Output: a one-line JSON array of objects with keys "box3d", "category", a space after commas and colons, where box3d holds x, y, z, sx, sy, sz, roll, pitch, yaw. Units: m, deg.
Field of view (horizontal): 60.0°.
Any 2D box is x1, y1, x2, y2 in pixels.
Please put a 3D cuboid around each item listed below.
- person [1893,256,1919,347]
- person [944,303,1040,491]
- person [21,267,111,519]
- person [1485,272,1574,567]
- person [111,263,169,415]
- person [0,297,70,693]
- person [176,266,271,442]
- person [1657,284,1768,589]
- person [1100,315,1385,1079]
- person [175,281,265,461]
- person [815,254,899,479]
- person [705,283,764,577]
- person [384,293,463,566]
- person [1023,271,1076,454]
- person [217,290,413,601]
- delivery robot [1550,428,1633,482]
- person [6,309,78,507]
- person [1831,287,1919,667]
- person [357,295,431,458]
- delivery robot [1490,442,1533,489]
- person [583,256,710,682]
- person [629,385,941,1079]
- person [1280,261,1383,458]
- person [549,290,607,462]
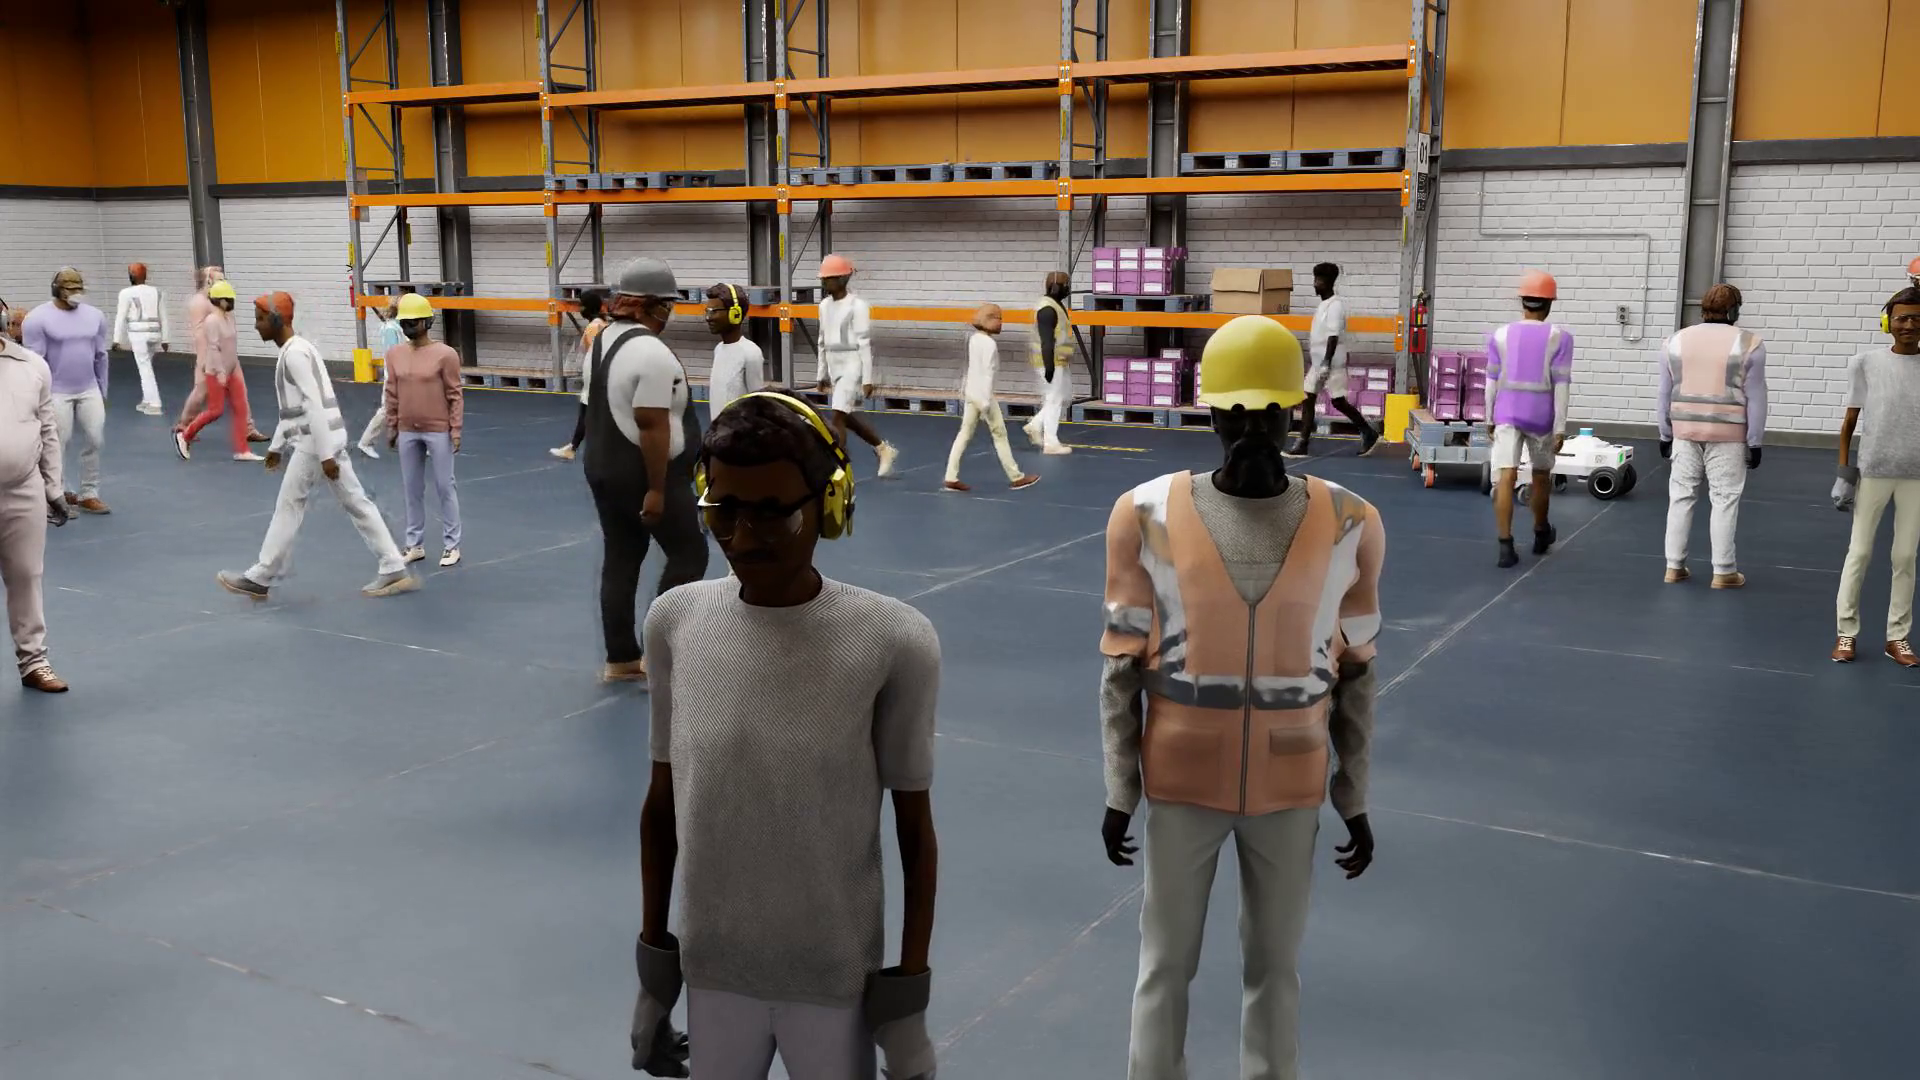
[{"box3d": [8.270, -1.461, 14.394, 0.376, 1.997, 0.612, 5, 11, 27], "category": "person"}, {"box3d": [0.234, -1.195, 14.039, 0.847, 1.585, 0.508, -4, 11, -22], "category": "person"}, {"box3d": [-6.757, -1.107, 12.634, 0.427, 1.918, 0.657, 7, 12, 33], "category": "person"}, {"box3d": [3.744, -0.802, 10.947, 0.568, 1.888, 0.960, 6, 12, 30], "category": "person"}, {"box3d": [-10.150, -2.476, 20.504, 0.718, 1.859, 0.592, 4, 11, 22], "category": "person"}, {"box3d": [-4.387, -0.204, 7.548, 0.403, 1.904, 0.637, 9, 13, 40], "category": "person"}, {"box3d": [-7.869, -1.947, 17.538, 0.991, 1.868, 0.653, 2, 10, 10], "category": "person"}, {"box3d": [4.571, -0.625, 10.116, 0.639, 1.842, 0.429, 9, 14, 43], "category": "person"}, {"box3d": [0.583, 0.500, 3.483, 0.585, 1.929, 0.377, 0, 10, 1], "category": "person"}, {"box3d": [-7.127, -1.608, 15.933, 0.725, 1.742, 0.536, 0, 10, 2], "category": "person"}, {"box3d": [-0.916, -1.458, 14.360, 0.924, 2.012, 0.621, -8, 13, -37], "category": "person"}, {"box3d": [-1.235, -0.468, 9.128, 0.327, 1.871, 0.514, -6, 12, -33], "category": "person"}, {"box3d": [-3.467, -0.703, 10.751, 0.528, 1.767, 0.330, 2, 10, 12], "category": "person"}, {"box3d": [0.921, -1.765, 16.595, 0.464, 1.826, 0.647, 2, 10, 12], "category": "person"}, {"box3d": [-3.790, -0.542, 9.747, 1.116, 1.806, 0.566, -2, 10, -11], "category": "person"}, {"box3d": [5.198, -0.689, 13.839, 0.707, 0.478, 0.477, 7, 12, 35], "category": "delivery robot"}, {"box3d": [-7.368, -1.035, 13.165, 0.870, 1.591, 0.514, -1, 10, -4], "category": "person"}, {"box3d": [4.611, -0.304, 8.215, 0.531, 1.866, 0.318, 3, 10, 17], "category": "person"}, {"box3d": [-5.511, -1.587, 16.231, 0.851, 1.596, 0.530, 0, 10, 0], "category": "person"}, {"box3d": [4.508, -0.639, 13.554, 0.477, 0.478, 0.707, 3, 11, 17], "category": "delivery robot"}, {"box3d": [-1.476, -0.324, 7.829, 0.541, 2.000, 0.697, -9, 13, -41], "category": "person"}, {"box3d": [-0.282, 0.695, 2.566, 0.508, 1.865, 0.329, 3, 10, 15], "category": "person"}, {"box3d": [3.644, -1.741, 16.194, 0.957, 1.938, 0.600, -1, 10, -8], "category": "person"}, {"box3d": [-3.489, -1.570, 15.986, 0.864, 1.642, 0.550, 0, 10, 0], "category": "person"}]
